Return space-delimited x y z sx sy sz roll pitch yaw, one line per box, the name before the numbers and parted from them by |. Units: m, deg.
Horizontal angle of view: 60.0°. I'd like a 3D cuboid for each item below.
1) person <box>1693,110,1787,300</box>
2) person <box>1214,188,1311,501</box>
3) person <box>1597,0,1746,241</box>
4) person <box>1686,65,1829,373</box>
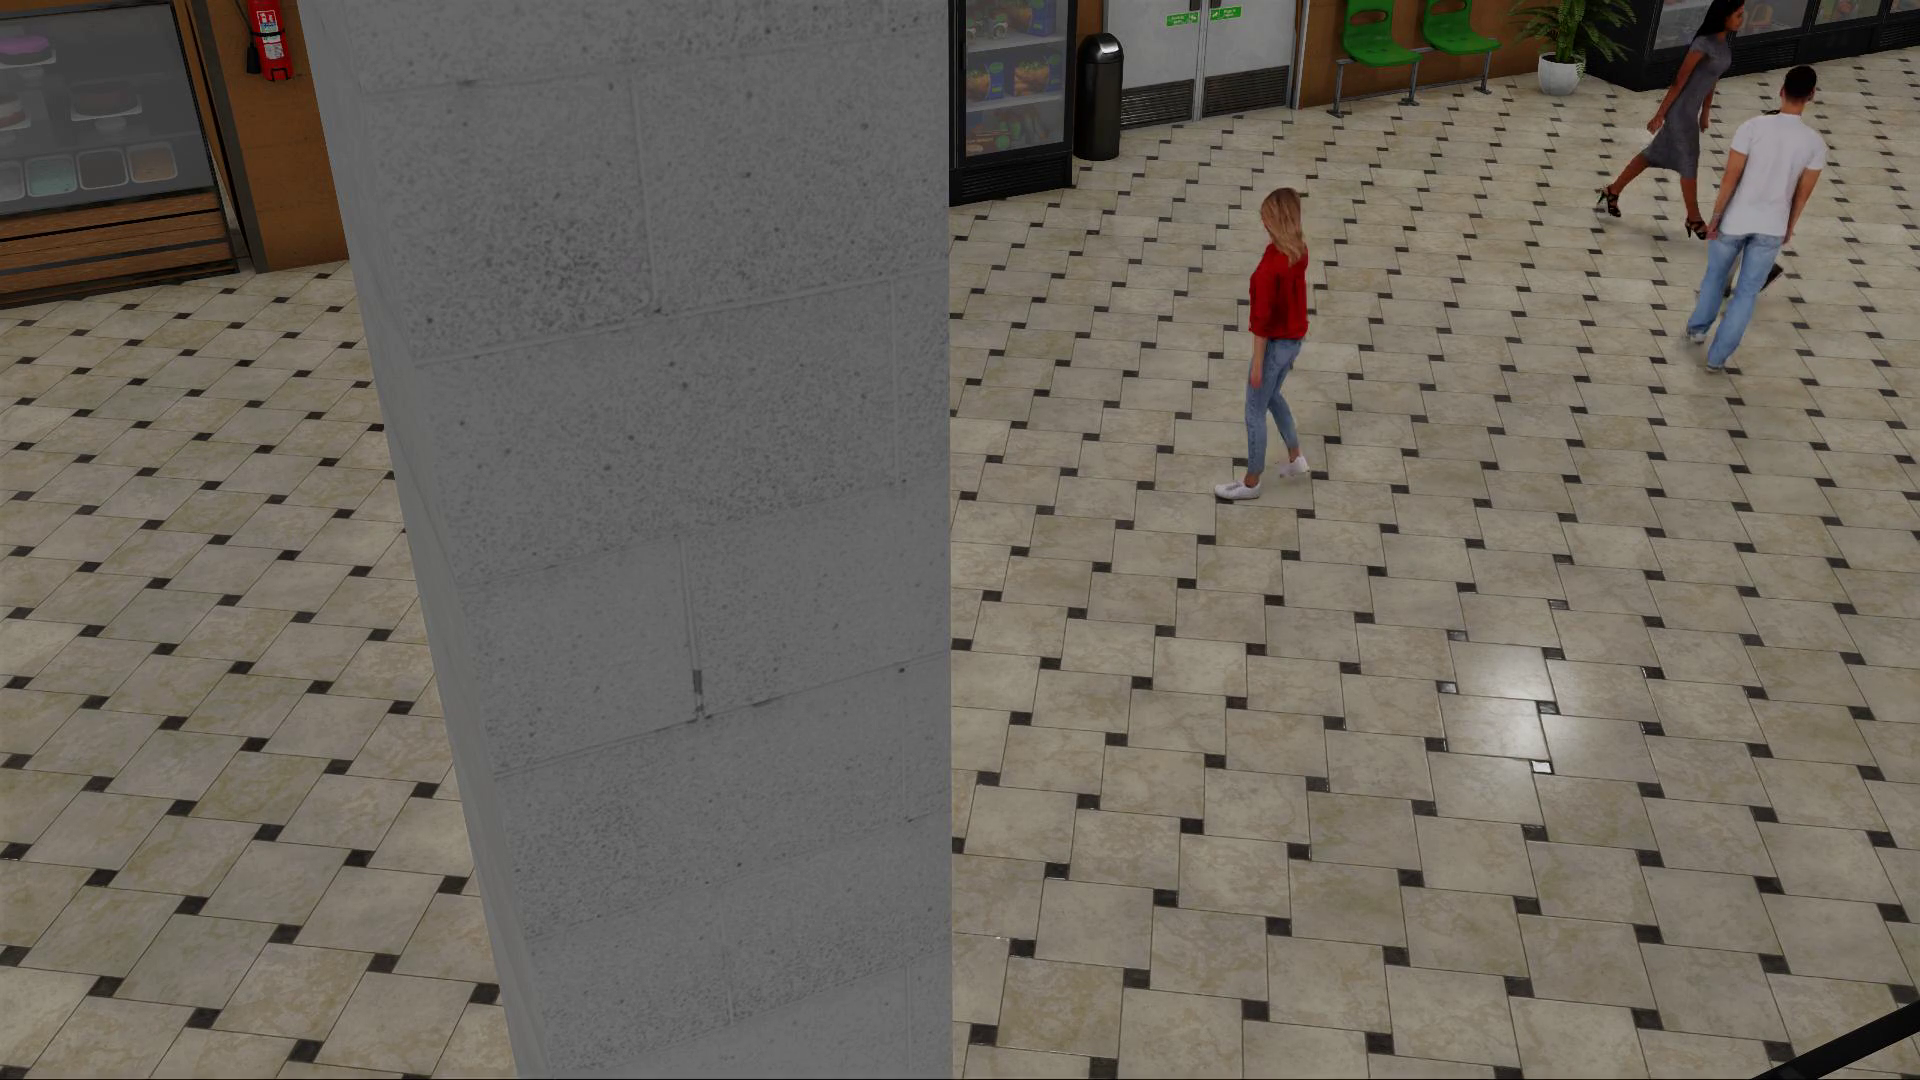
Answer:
person | 5.302 -2.201 11.024 0.822 1.297 0.762 10 33 16
person | 1.700 -1.018 8.754 0.842 1.687 0.802 11 34 17
person | 5.088 -3.030 11.963 1.232 1.712 0.943 26 40 35
person | 4.756 -1.870 9.989 0.972 1.828 1.013 14 34 21
